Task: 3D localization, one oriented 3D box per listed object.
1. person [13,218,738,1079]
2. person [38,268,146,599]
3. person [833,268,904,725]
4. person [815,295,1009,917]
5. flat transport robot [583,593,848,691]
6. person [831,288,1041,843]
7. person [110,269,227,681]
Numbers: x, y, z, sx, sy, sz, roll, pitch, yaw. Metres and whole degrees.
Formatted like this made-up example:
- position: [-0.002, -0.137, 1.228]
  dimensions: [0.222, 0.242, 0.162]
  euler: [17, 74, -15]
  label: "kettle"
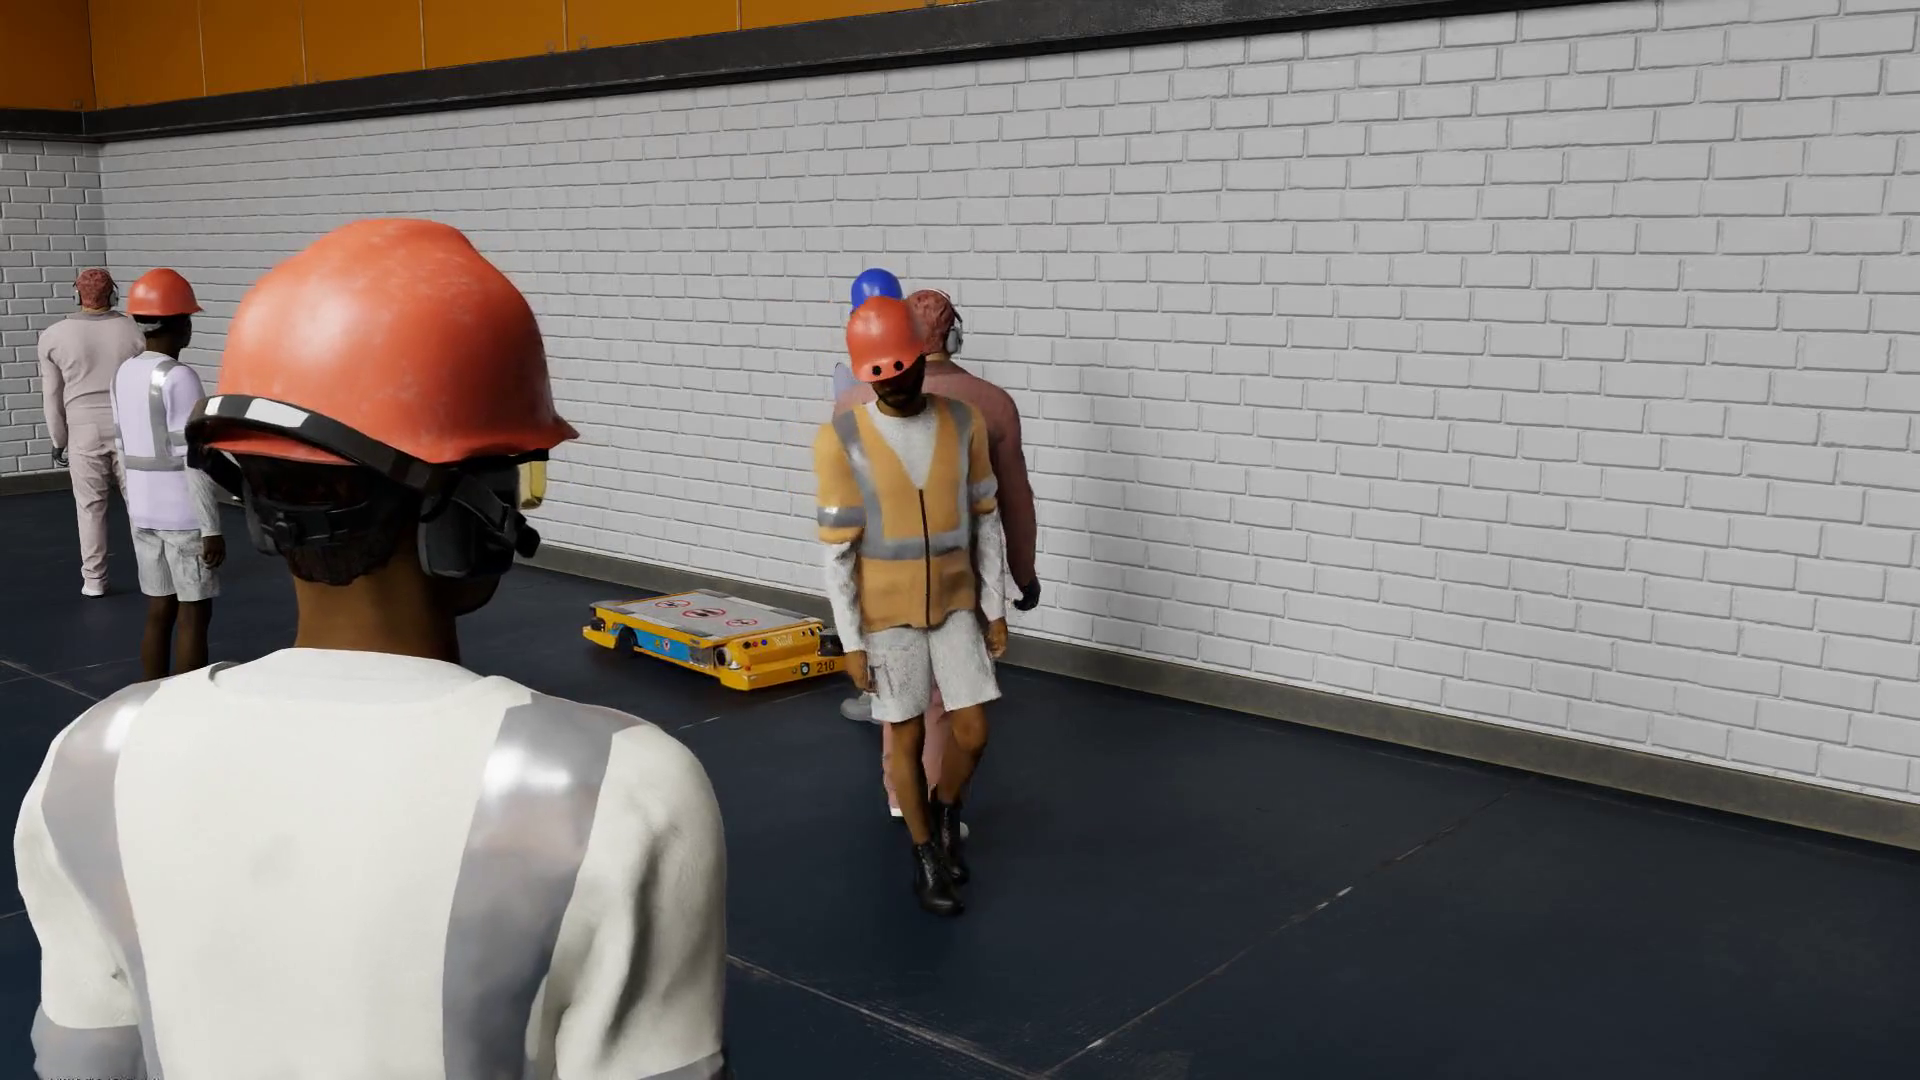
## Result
- position: [-0.461, 0.757, 1.463]
  dimensions: [0.609, 2.044, 0.394]
  euler: [2, 10, 13]
  label: "person"
- position: [-4.943, -0.614, 9.658]
  dimensions: [0.641, 1.908, 0.408]
  euler: [-5, 11, -27]
  label: "person"
- position: [-0.314, -0.183, 7.123]
  dimensions: [0.412, 1.933, 0.615]
  euler: [10, 14, 44]
  label: "person"
- position: [-0.138, 0.222, 4.956]
  dimensions: [0.587, 1.887, 0.470]
  euler: [-3, 10, -18]
  label: "person"
- position: [-1.201, 0.463, 8.182]
  dimensions: [0.652, 0.197, 1.431]
  euler: [-9, 13, -42]
  label: "flat transport robot"
- position: [-0.056, 0.098, 5.663]
  dimensions: [0.664, 1.885, 0.680]
  euler: [3, 11, 18]
  label: "person"
- position: [-3.114, -0.102, 6.650]
  dimensions: [0.552, 1.939, 0.355]
  euler: [7, 12, 35]
  label: "person"
